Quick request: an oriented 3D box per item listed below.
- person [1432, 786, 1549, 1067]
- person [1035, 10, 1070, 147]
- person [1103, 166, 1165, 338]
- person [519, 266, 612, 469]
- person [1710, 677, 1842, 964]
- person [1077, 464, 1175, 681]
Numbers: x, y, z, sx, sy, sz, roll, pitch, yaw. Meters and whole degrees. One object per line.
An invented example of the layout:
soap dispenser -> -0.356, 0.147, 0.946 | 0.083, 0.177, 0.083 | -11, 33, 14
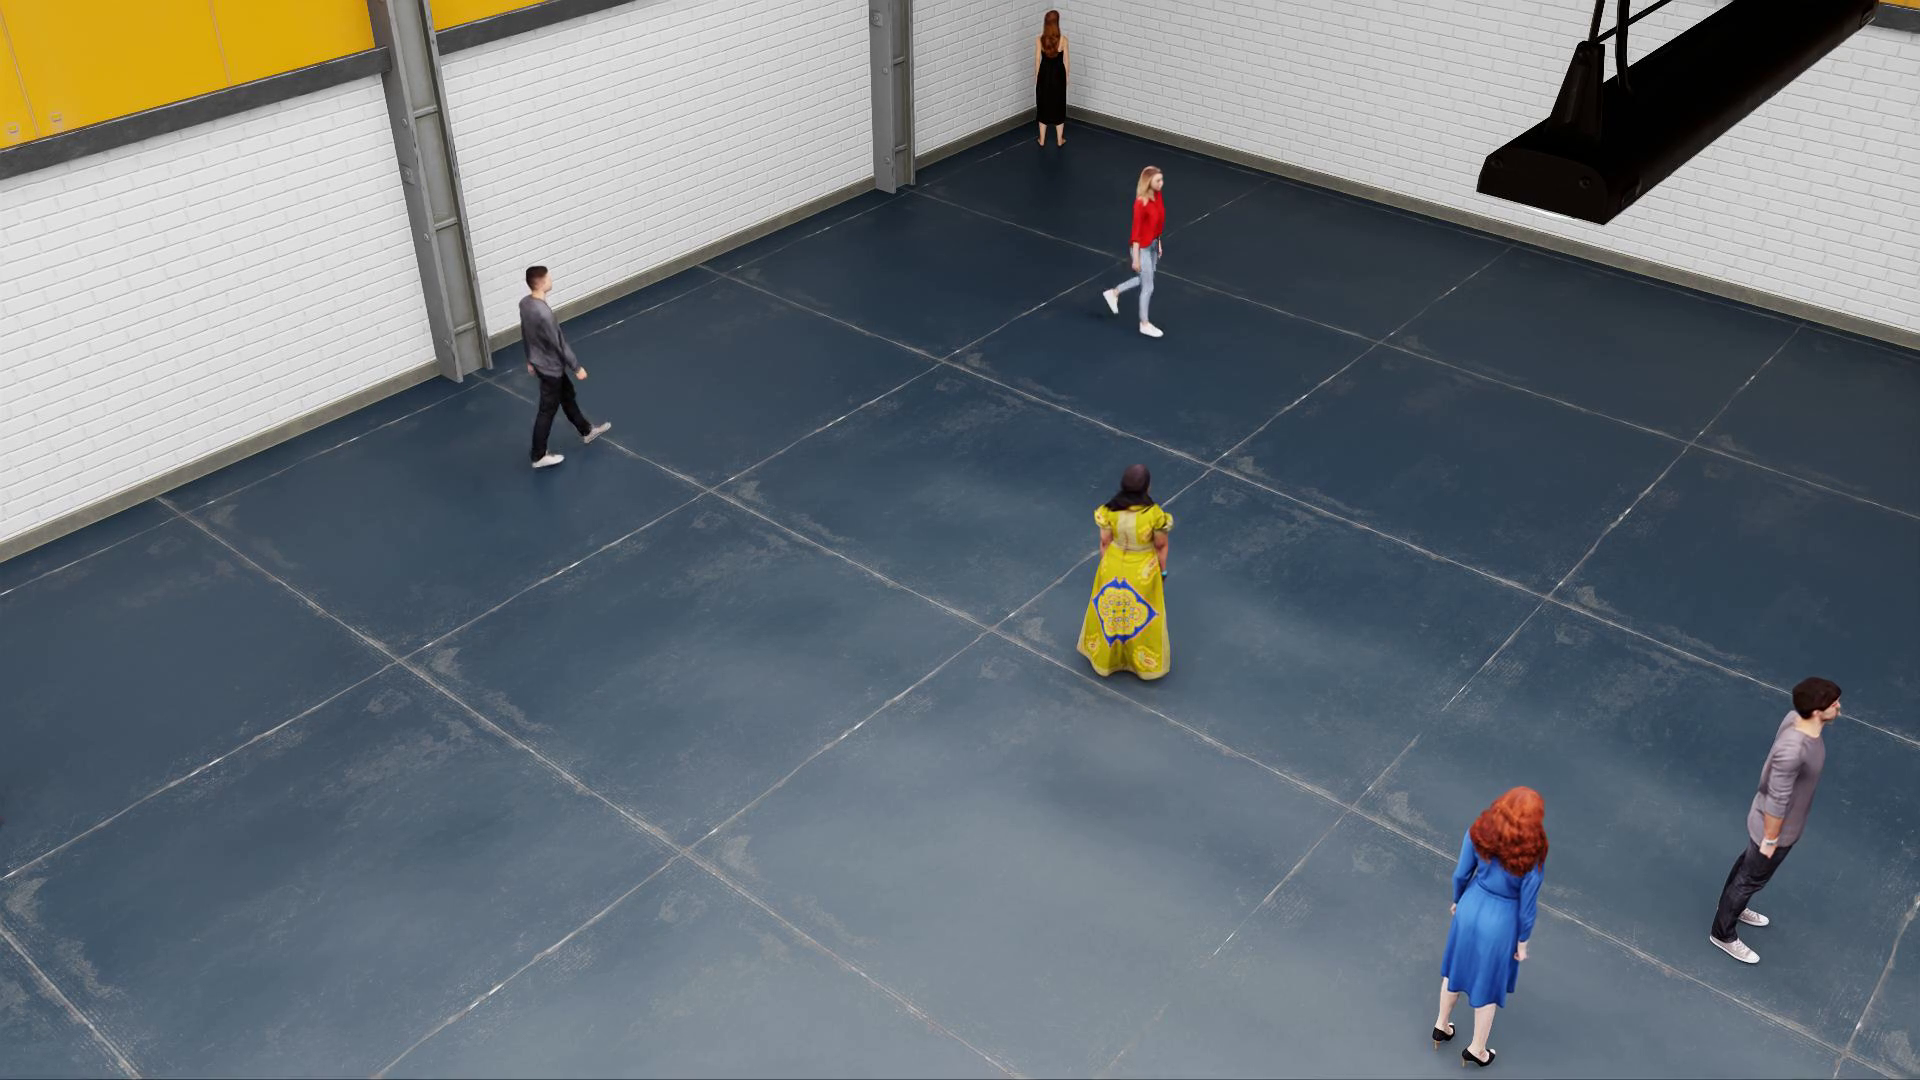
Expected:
person -> 2.693, 1.993, 8.509 | 0.636, 1.824, 0.653 | -24, 40, -31
person -> 1.101, -5.561, 20.053 | 0.675, 1.626, 0.717 | 3, 34, 5
person -> 1.692, -2.765, 15.790 | 0.757, 1.688, 0.886 | 19, 38, 26
person -> -3.458, -1.383, 13.677 | 1.088, 1.726, 0.797 | -21, 39, -28
person -> 4.522, 1.509, 9.209 | 0.764, 1.855, 0.515 | 19, 38, 27
person -> 1.166, 0.223, 11.321 | 0.976, 1.659, 0.956 | 9, 35, 14
